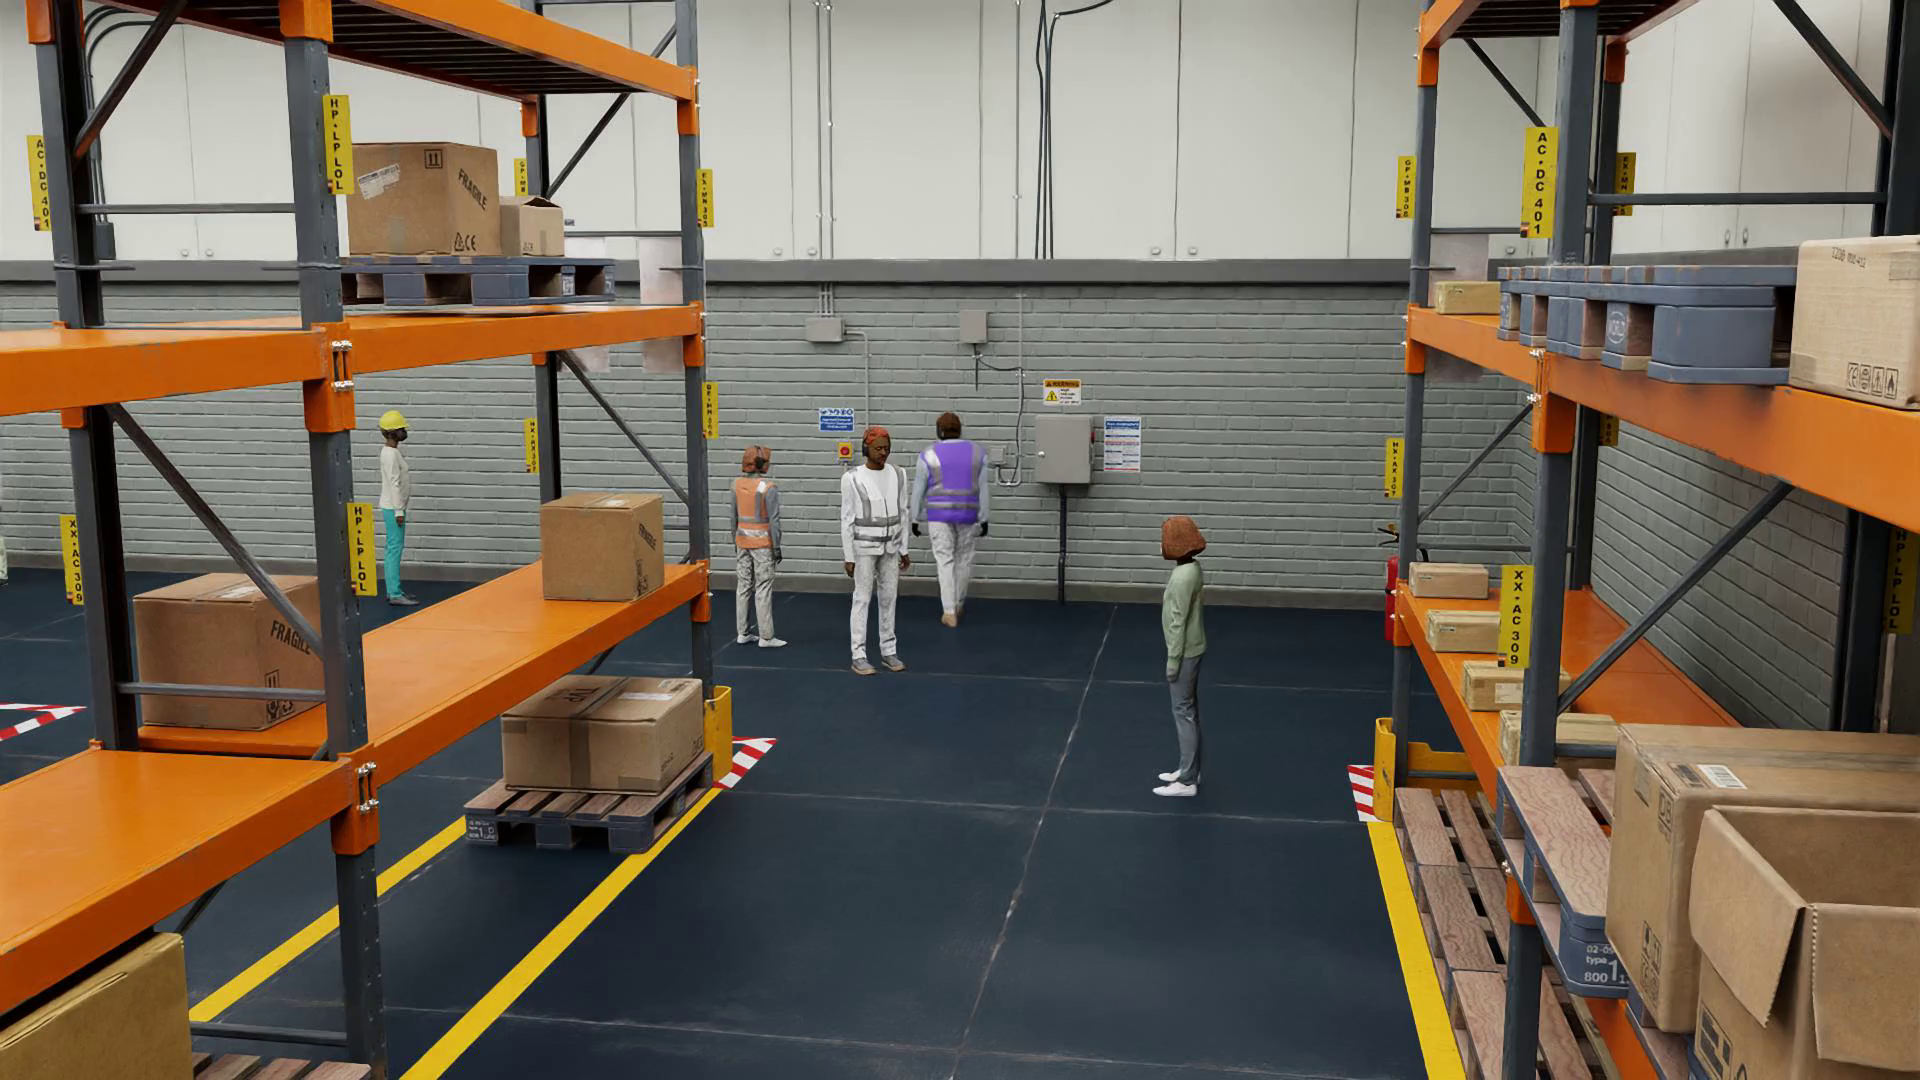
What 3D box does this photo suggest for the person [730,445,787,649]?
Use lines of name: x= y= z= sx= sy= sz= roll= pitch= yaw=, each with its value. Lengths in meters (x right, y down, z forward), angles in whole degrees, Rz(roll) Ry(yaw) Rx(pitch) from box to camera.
person: x=-1.636 y=0.056 z=13.391 sx=0.522 sy=1.636 sz=0.309 roll=7 pitch=12 yaw=38

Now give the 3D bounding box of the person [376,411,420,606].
person: x=-5.113 y=-0.289 z=15.113 sx=0.304 sy=1.772 sz=0.528 roll=-4 pitch=10 yaw=-21

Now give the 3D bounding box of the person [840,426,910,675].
person: x=-0.637 y=0.079 z=12.534 sx=0.568 sy=1.879 sz=0.353 roll=-7 pitch=11 yaw=-36

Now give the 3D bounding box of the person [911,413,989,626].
person: x=-0.112 y=-0.199 z=14.410 sx=0.656 sy=1.811 sz=0.776 roll=-2 pitch=9 yaw=-14

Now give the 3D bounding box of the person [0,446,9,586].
person: x=-9.422 y=-0.406 z=15.928 sx=0.576 sy=1.739 sz=0.349 roll=3 pitch=10 yaw=18

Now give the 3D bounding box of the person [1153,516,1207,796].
person: x=1.284 y=0.669 z=9.649 sx=0.280 sy=1.625 sz=0.493 roll=3 pitch=10 yaw=16
